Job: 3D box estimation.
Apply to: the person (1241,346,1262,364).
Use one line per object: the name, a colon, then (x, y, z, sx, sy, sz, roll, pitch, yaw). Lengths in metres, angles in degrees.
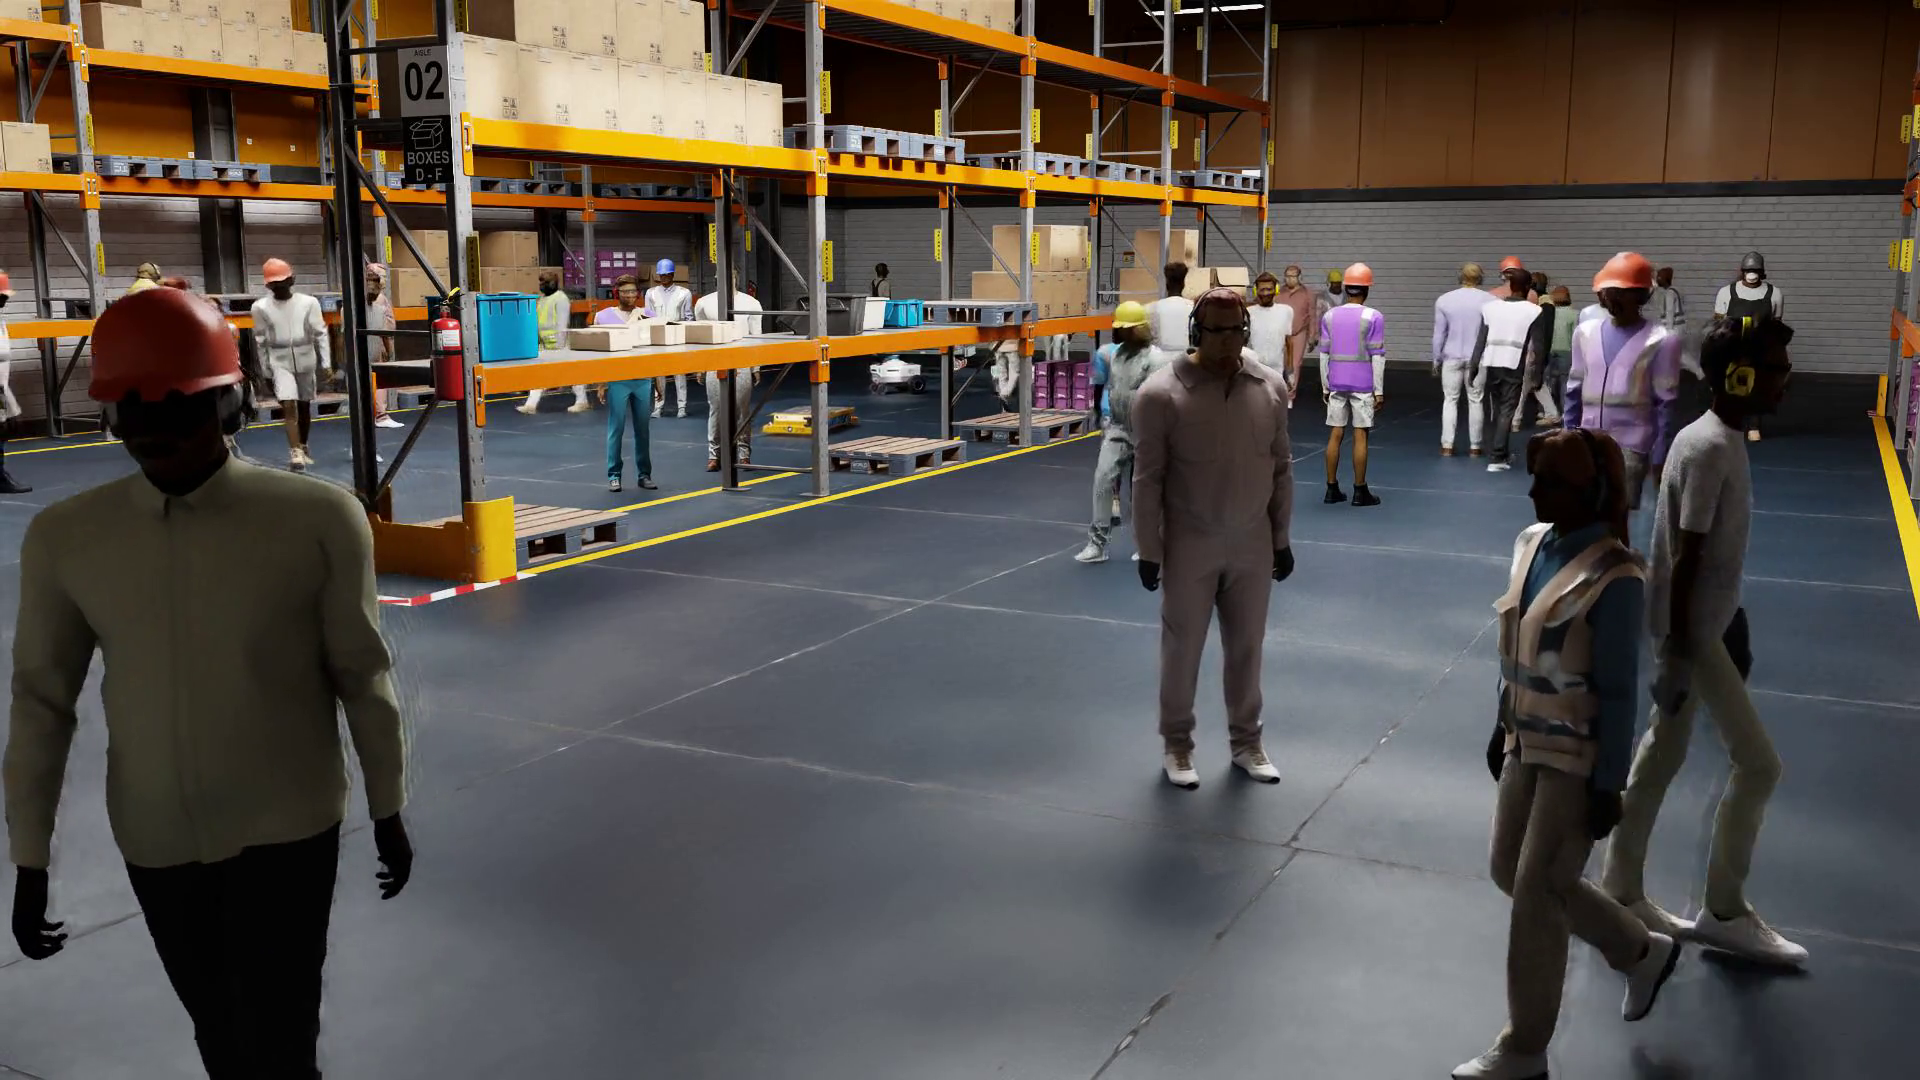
person: (1.691, -0.658, 10.611, 0.534, 1.730, 0.397, -6, 11, -29)

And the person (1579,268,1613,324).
person: (6.049, -1.588, 15.533, 0.546, 1.896, 0.914, 7, 12, 37)

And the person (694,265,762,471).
person: (-2.145, -1.597, 15.425, 0.639, 1.937, 0.356, -1, 10, -5)

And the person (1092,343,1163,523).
person: (1.266, -0.965, 12.597, 0.536, 1.653, 0.891, 1, 10, 7)

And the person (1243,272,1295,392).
person: (2.833, -1.545, 15.371, 0.538, 1.846, 0.442, 1, 10, 6)

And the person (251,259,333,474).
person: (-6.176, -1.602, 15.379, 0.629, 1.966, 1.086, -5, 11, -26)

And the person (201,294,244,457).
person: (-7.037, -1.498, 15.708, 0.310, 1.638, 0.523, 9, 13, 42)

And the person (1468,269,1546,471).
person: (5.179, -1.599, 15.662, 0.647, 1.859, 0.931, 9, 13, 43)

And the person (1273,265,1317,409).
person: (4.344, -2.673, 21.845, 0.653, 1.875, 0.900, 4, 11, 24)

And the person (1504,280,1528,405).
person: (7.327, -2.696, 22.087, 0.404, 1.833, 0.590, -10, 14, -44)

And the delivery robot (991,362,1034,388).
delivery robot: (0.793, -2.370, 23.620, 0.707, 0.478, 0.477, 0, 10, 0)

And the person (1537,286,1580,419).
person: (7.313, -2.293, 20.362, 0.497, 1.626, 0.288, 4, 11, 24)

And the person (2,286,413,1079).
person: (-1.367, 0.543, 2.961, 0.660, 1.950, 0.957, -1, 10, -6)

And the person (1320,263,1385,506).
person: (3.163, -1.240, 13.350, 0.552, 1.936, 0.362, 9, 13, 42)

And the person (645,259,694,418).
person: (-3.568, -2.460, 20.383, 0.617, 1.946, 0.397, 0, 10, 3)

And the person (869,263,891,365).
person: (-1.380, -3.961, 29.371, 0.505, 1.846, 0.346, 9, 13, 43)

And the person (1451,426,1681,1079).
person: (1.510, 0.524, 4.045, 0.576, 1.619, 0.526, -1, 10, -6)

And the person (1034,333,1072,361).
person: (1.368, -3.161, 24.690, 0.609, 1.879, 0.932, 2, 10, 13)

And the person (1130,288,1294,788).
person: (0.969, -0.001, 6.319, 0.652, 1.895, 0.400, -3, 10, -17)

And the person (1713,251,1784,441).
person: (8.481, -2.083, 17.933, 0.674, 2.000, 0.537, 4, 10, 21)

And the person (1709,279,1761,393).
person: (10.995, -2.907, 23.280, 0.662, 1.848, 1.032, -6, 12, -33)

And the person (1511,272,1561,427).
person: (6.662, -2.209, 19.340, 0.823, 1.812, 0.624, 1, 10, 5)

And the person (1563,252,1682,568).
person: (3.571, -0.532, 8.985, 0.665, 2.030, 0.623, -7, 12, -37)

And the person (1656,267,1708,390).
person: (10.573, -3.090, 24.436, 0.966, 1.831, 0.588, 3, 10, 16)

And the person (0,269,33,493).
person: (-8.068, -1.305, 13.855, 0.549, 1.901, 0.590, -2, 10, -10)

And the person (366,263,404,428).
person: (-6.751, -2.251, 19.318, 0.406, 1.902, 0.637, -7, 12, -37)

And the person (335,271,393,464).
person: (-5.671, -1.648, 16.010, 0.775, 1.831, 0.541, 7, 12, 36)

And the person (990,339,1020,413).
person: (0.586, -2.373, 20.785, 0.530, 1.626, 0.436, 6, 12, 33)

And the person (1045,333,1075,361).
person: (1.522, -3.407, 25.924, 0.594, 1.926, 0.366, 3, 10, 15)

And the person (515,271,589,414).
person: (-5.118, -2.475, 20.924, 0.984, 1.794, 0.642, -9, 13, -43)

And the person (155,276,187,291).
person: (-5.853, -1.092, 12.746, 0.831, 1.855, 0.584, 3, 10, 19)

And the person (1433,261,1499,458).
person: (4.990, -1.771, 16.420, 0.635, 1.936, 0.353, 3, 10, 16)

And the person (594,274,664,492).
person: (-2.825, -1.337, 14.186, 0.572, 1.841, 0.373, -5, 11, -28)

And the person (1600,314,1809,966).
person: (2.212, 0.287, 4.762, 0.717, 1.844, 0.557, 4, 10, 21)

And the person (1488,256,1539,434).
person: (6.163, -2.182, 18.701, 0.634, 1.994, 0.498, 3, 10, 19)

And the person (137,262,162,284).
person: (-7.887, -1.756, 16.349, 0.627, 1.935, 0.372, 0, 10, -1)

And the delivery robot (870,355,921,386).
delivery robot: (-0.922, -2.410, 23.836, 0.707, 0.478, 0.477, -6, 12, -27)

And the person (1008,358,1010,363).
person: (0.897, -3.448, 26.139, 0.641, 1.951, 0.931, 2, 10, 13)

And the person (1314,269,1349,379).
person: (5.331, -2.984, 23.839, 0.579, 1.808, 0.815, -3, 10, -15)

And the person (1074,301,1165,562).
person: (1.057, -0.677, 10.745, 0.488, 1.700, 0.805, 9, 13, 41)

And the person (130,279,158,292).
person: (-5.803, -0.951, 11.970, 0.591, 1.837, 0.403, 5, 11, 25)

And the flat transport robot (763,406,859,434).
flat transport robot: (-1.689, -1.381, 18.987, 0.652, 0.197, 1.431, 3, 10, 15)

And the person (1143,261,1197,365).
person: (1.904, -1.495, 14.781, 0.617, 1.949, 0.418, 1, 10, 7)
